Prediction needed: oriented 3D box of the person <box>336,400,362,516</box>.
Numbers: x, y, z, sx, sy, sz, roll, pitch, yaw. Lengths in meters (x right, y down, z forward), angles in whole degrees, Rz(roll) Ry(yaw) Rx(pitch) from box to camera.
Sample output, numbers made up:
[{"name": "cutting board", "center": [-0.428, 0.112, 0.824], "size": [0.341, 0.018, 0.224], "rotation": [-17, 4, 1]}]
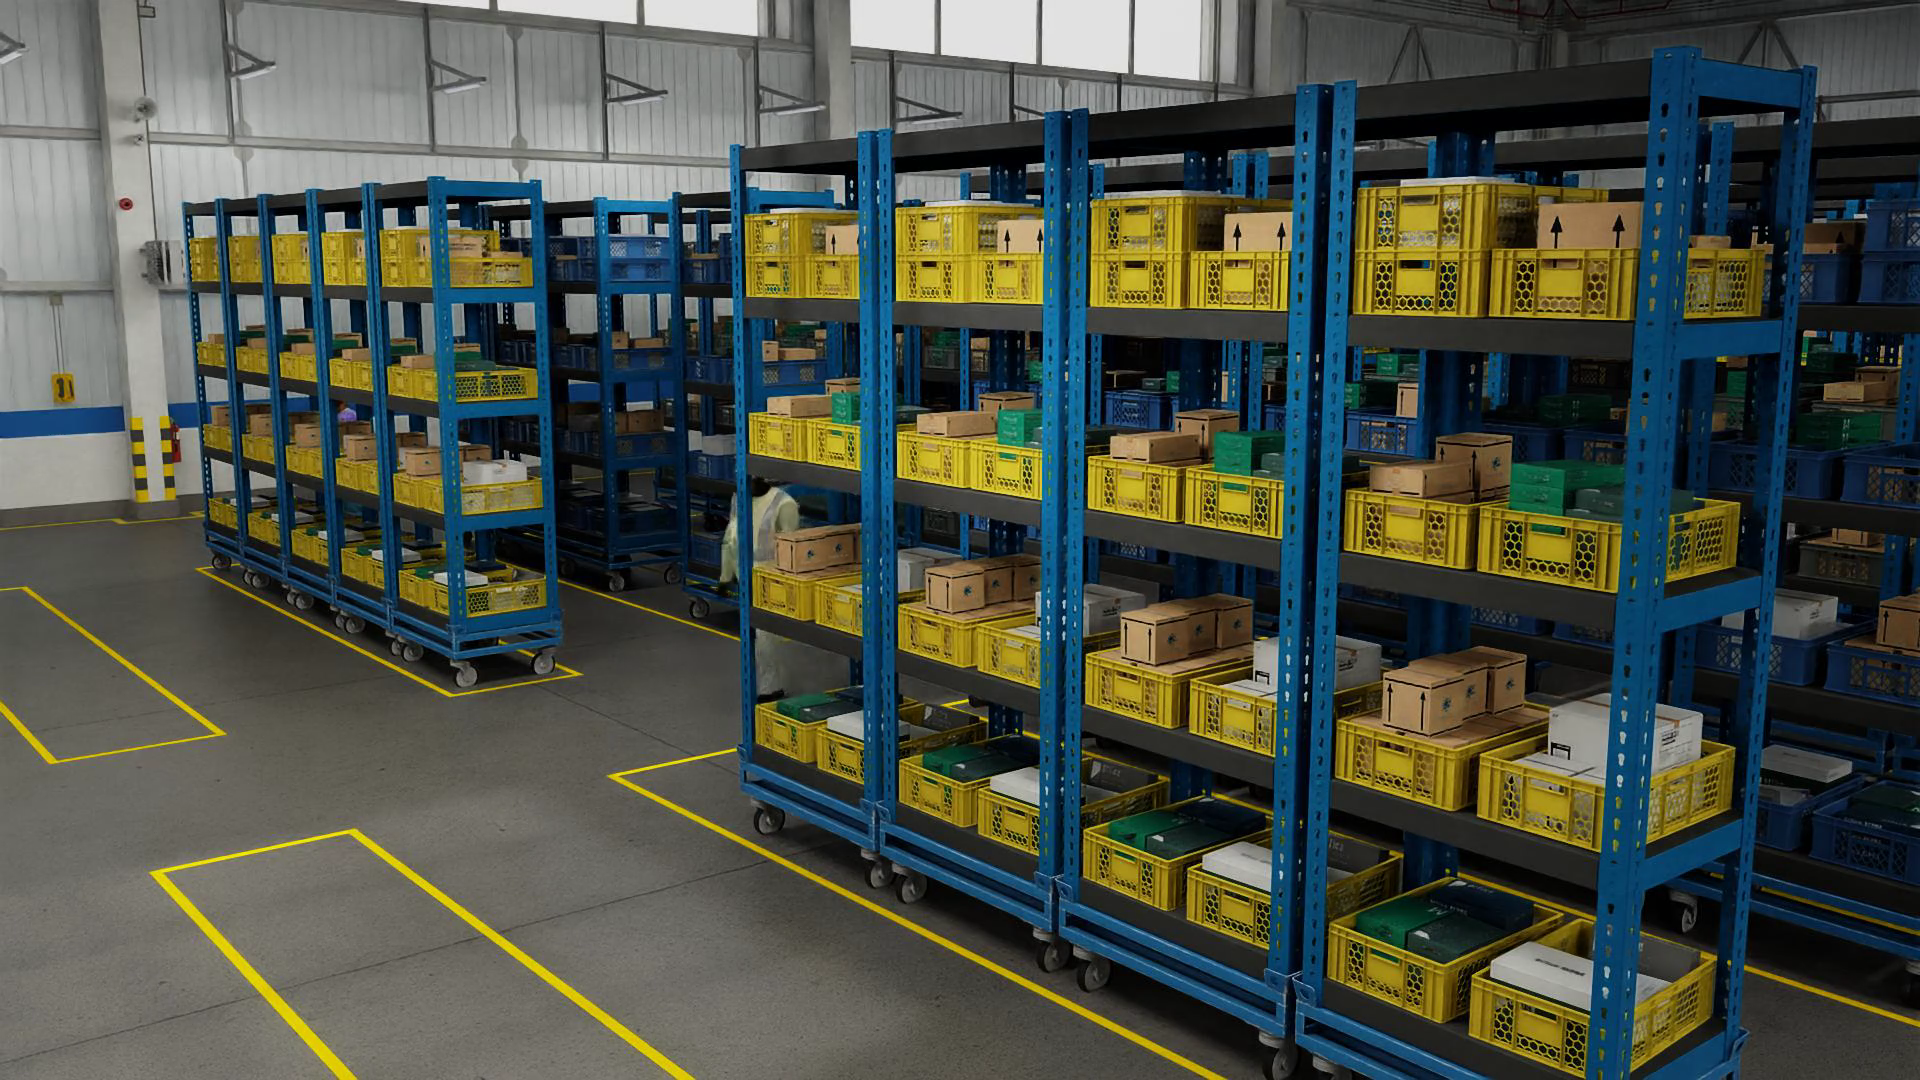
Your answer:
[{"name": "person", "center": [-6.171, -0.678, 16.825], "size": [0.391, 1.836, 0.561], "rotation": [-3, 10, -16]}]

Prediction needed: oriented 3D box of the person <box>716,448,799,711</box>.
[{"name": "person", "center": [-1.392, 0.263, 11.232], "size": [0.602, 1.812, 0.600], "rotation": [9, 13, 44]}]
